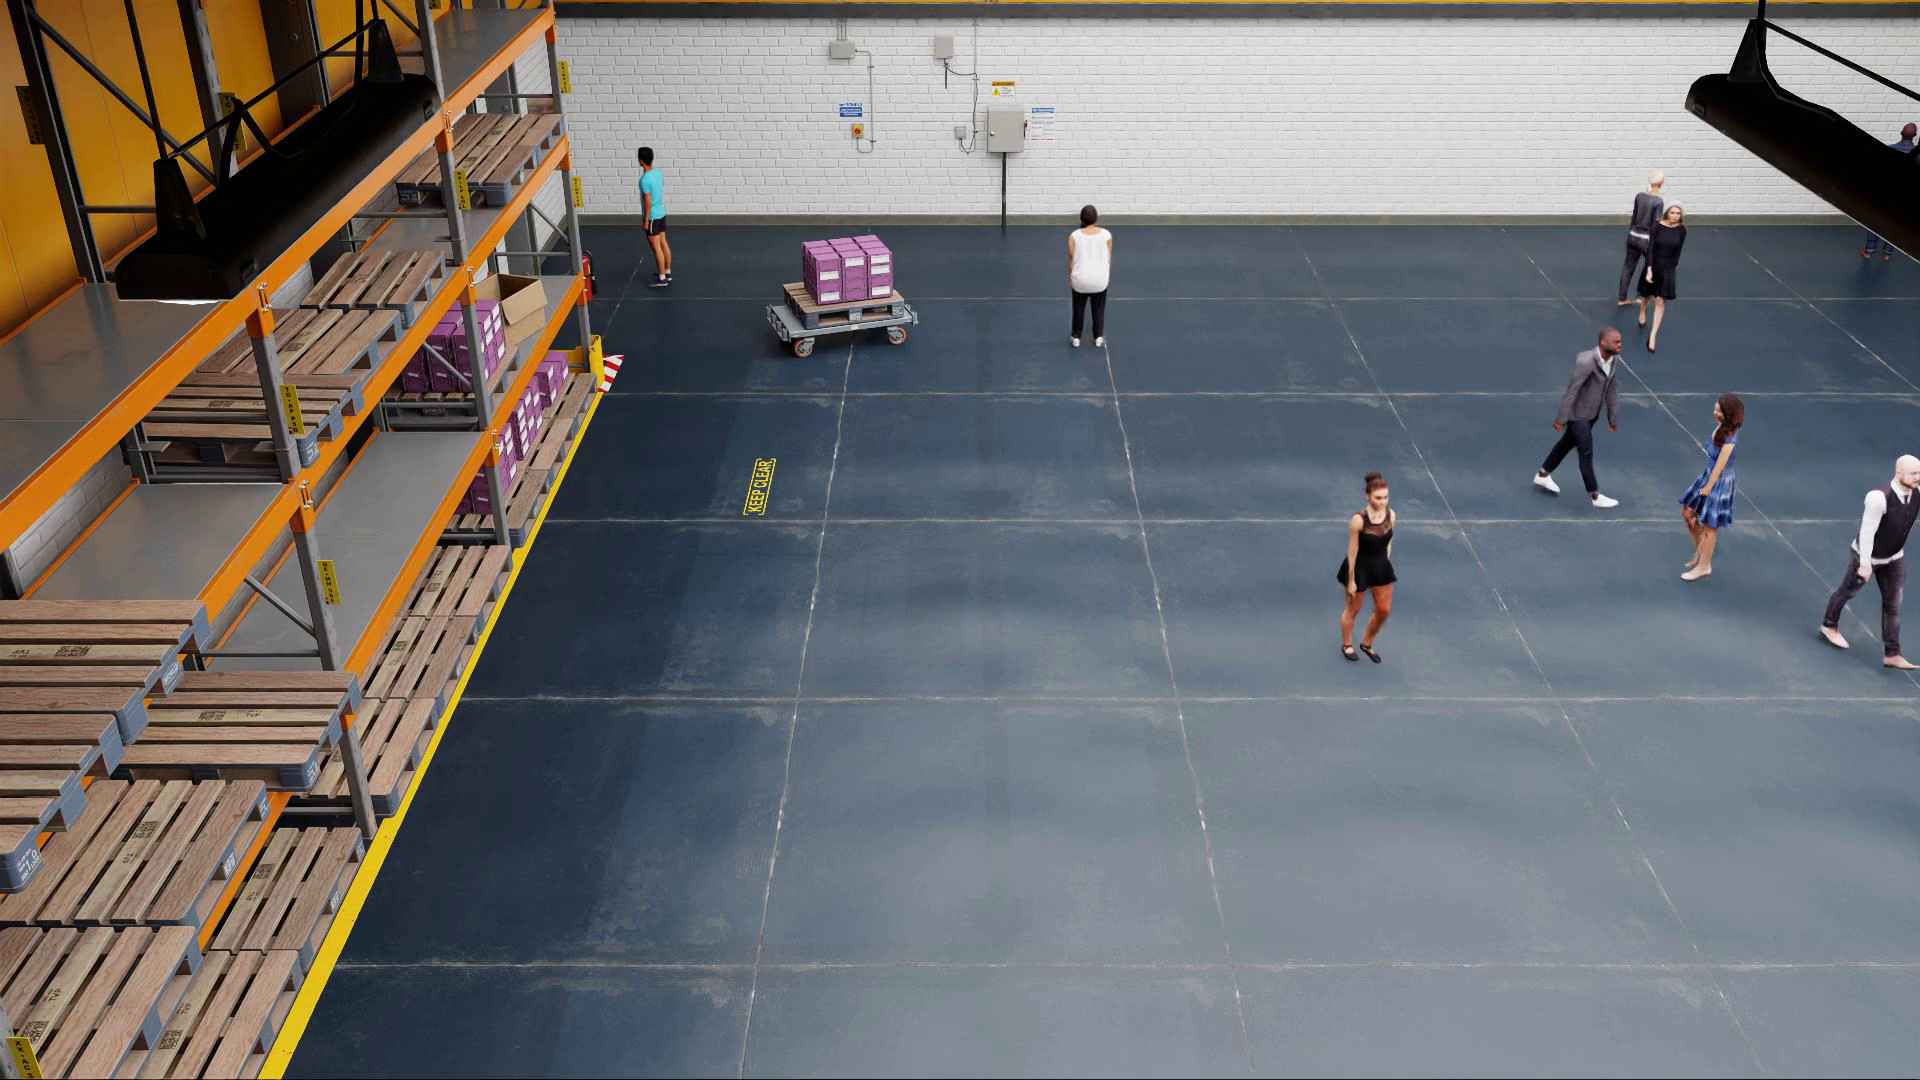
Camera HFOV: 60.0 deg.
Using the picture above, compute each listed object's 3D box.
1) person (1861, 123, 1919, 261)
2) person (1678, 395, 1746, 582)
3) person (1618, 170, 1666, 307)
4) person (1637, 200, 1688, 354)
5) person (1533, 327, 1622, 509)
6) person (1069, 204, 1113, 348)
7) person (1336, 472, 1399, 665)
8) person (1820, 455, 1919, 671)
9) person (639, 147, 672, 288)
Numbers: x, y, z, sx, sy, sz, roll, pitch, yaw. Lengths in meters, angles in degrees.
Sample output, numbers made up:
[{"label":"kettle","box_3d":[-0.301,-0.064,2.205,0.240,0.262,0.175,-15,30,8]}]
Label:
[{"label":"person","box_3d":[12.364,-4.622,22.010,0.742,1.820,0.730,11,30,19]},{"label":"person","box_3d":[6.576,-0.414,14.323,0.775,1.796,0.658,5,29,9]},{"label":"person","box_3d":[8.316,-3.676,20.386,0.788,1.715,0.704,-18,33,-30]},{"label":"person","box_3d":[8.113,-3.129,19.393,0.762,1.706,1.194,7,29,12]},{"label":"person","box_3d":[5.829,-1.197,15.794,1.169,1.760,1.284,-20,35,-33]},{"label":"person","box_3d":[1.496,-3.077,19.317,0.639,1.687,0.586,1,29,1]},{"label":"person","box_3d":[3.220,0.203,13.328,0.691,1.664,0.750,-9,30,-16]},{"label":"person","box_3d":[7.302,0.110,13.371,0.948,1.785,1.220,-9,30,-16]},{"label":"person","box_3d":[-3.877,-4.114,21.125,0.721,1.775,0.540,7,29,12]}]
